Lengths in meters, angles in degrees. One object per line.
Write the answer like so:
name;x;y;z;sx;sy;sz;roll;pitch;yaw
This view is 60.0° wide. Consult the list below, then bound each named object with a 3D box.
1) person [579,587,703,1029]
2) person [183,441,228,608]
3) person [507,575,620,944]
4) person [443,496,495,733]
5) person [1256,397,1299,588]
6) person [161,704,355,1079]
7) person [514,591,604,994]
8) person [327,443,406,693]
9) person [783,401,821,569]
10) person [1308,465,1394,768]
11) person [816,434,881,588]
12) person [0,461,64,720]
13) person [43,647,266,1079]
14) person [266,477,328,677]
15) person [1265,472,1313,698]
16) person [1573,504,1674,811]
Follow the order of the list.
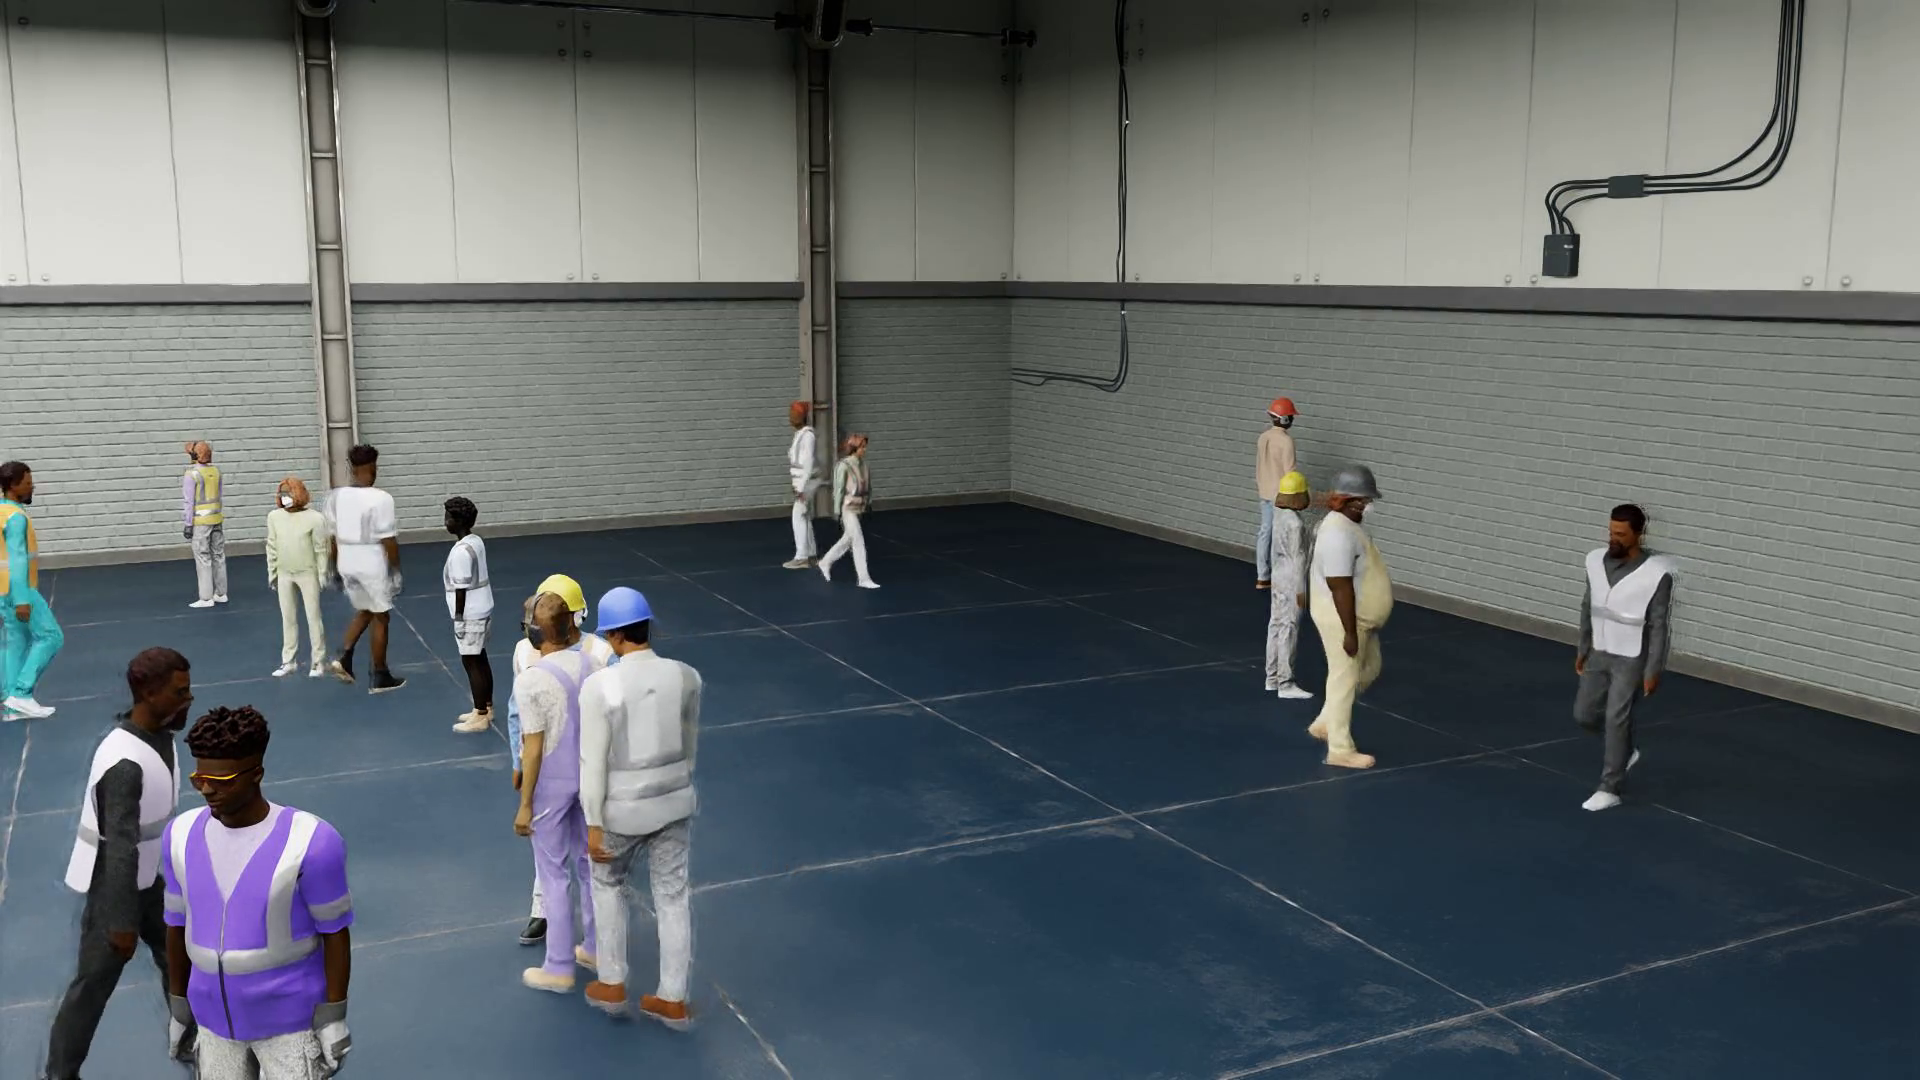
person;-1.416;1.163;7.289;0.626;1.900;0.681;-7;11;-35
person;-7.380;-0.157;16.261;0.311;1.633;0.519;2;9;11
person;-1.920;1.069;8.082;0.586;1.833;0.403;1;9;8
person;-3.505;0.526;11.874;0.321;1.689;0.530;0;9;-2
person;3.256;-0.461;17.003;0.383;1.996;0.609;-4;10;-21
person;-2.208;1.466;5.221;0.613;1.963;0.362;1;9;8
person;-1.824;1.141;7.601;0.328;1.842;0.516;5;11;30
person;-4.634;0.227;12.941;0.707;1.935;0.528;4;10;25
person;-1.739;-0.598;18.264;0.414;1.857;0.632;-2;9;-13
person;2.579;0.499;10.954;0.536;2.000;0.707;3;10;17
person;-1.179;-0.316;17.311;0.777;1.608;0.524;5;10;27
person;-6.838;0.376;12.122;0.456;1.903;0.635;-8;12;-41
person;-3.185;1.337;6.420;0.852;1.857;0.613;-2;9;-10
person;-5.353;0.298;13.440;0.498;1.634;0.282;1;9;6
person;2.552;0.342;12.830;0.284;1.746;0.492;-2;9;-10
person;4.037;0.705;10.116;0.489;1.895;0.624;-5;11;-30
